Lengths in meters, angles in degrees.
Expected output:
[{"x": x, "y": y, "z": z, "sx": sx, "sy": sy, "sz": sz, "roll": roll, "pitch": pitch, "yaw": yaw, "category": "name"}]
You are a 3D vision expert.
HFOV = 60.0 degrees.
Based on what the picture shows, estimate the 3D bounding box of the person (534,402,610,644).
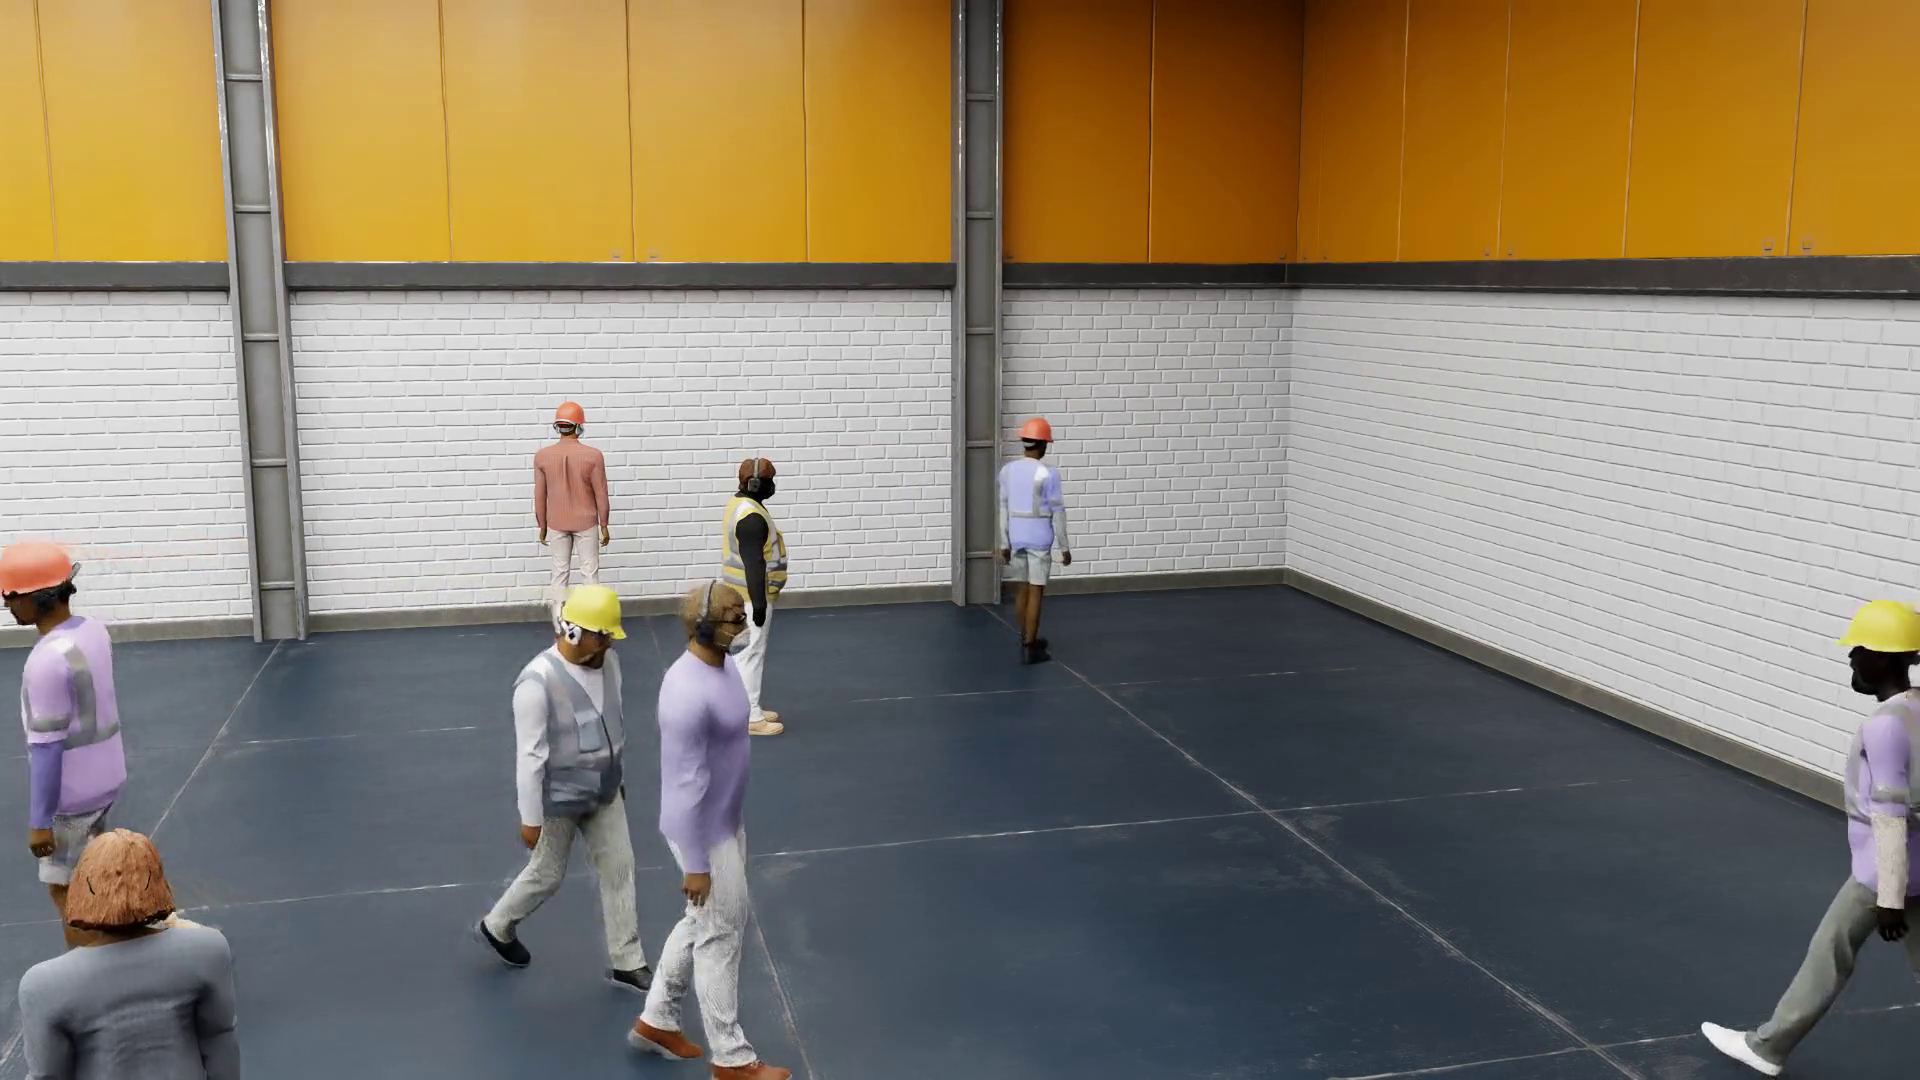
[{"x": -3.163, "y": -0.133, "z": 13.613, "sx": 0.611, "sy": 1.996, "sz": 0.379, "roll": 0, "pitch": 9, "yaw": 2, "category": "person"}]

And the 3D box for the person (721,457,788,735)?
[{"x": -1.353, "y": 0.367, "z": 11.006, "sx": 0.429, "sy": 1.837, "sz": 0.628, "roll": -2, "pitch": 9, "yaw": -15, "category": "person"}]

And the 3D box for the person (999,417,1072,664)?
[{"x": 0.602, "y": 0.001, "z": 13.049, "sx": 0.555, "sy": 1.935, "sz": 0.505, "roll": 8, "pitch": 12, "yaw": 40, "category": "person"}]

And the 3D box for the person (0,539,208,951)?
[{"x": -3.451, "y": 0.979, "z": 6.607, "sx": 0.617, "sy": 2.019, "sz": 0.616, "roll": -2, "pitch": 9, "yaw": -12, "category": "person"}]

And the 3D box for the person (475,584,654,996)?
[{"x": -1.683, "y": 1.035, "z": 7.044, "sx": 0.876, "sy": 1.771, "sz": 0.656, "roll": 5, "pitch": 10, "yaw": 29, "category": "person"}]

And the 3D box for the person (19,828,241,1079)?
[{"x": -2.115, "y": 1.541, "z": 4.295, "sx": 0.500, "sy": 1.633, "sz": 0.279, "roll": -7, "pitch": 11, "yaw": -37, "category": "person"}]

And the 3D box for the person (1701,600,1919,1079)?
[{"x": 3.318, "y": 1.144, "z": 6.032, "sx": 0.611, "sy": 1.866, "sz": 1.001, "roll": -9, "pitch": 13, "yaw": -43, "category": "person"}]

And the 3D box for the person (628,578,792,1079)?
[{"x": -0.946, "y": 1.099, "z": 6.217, "sx": 0.550, "sy": 1.958, "sz": 0.636, "roll": 0, "pitch": 9, "yaw": 3, "category": "person"}]
